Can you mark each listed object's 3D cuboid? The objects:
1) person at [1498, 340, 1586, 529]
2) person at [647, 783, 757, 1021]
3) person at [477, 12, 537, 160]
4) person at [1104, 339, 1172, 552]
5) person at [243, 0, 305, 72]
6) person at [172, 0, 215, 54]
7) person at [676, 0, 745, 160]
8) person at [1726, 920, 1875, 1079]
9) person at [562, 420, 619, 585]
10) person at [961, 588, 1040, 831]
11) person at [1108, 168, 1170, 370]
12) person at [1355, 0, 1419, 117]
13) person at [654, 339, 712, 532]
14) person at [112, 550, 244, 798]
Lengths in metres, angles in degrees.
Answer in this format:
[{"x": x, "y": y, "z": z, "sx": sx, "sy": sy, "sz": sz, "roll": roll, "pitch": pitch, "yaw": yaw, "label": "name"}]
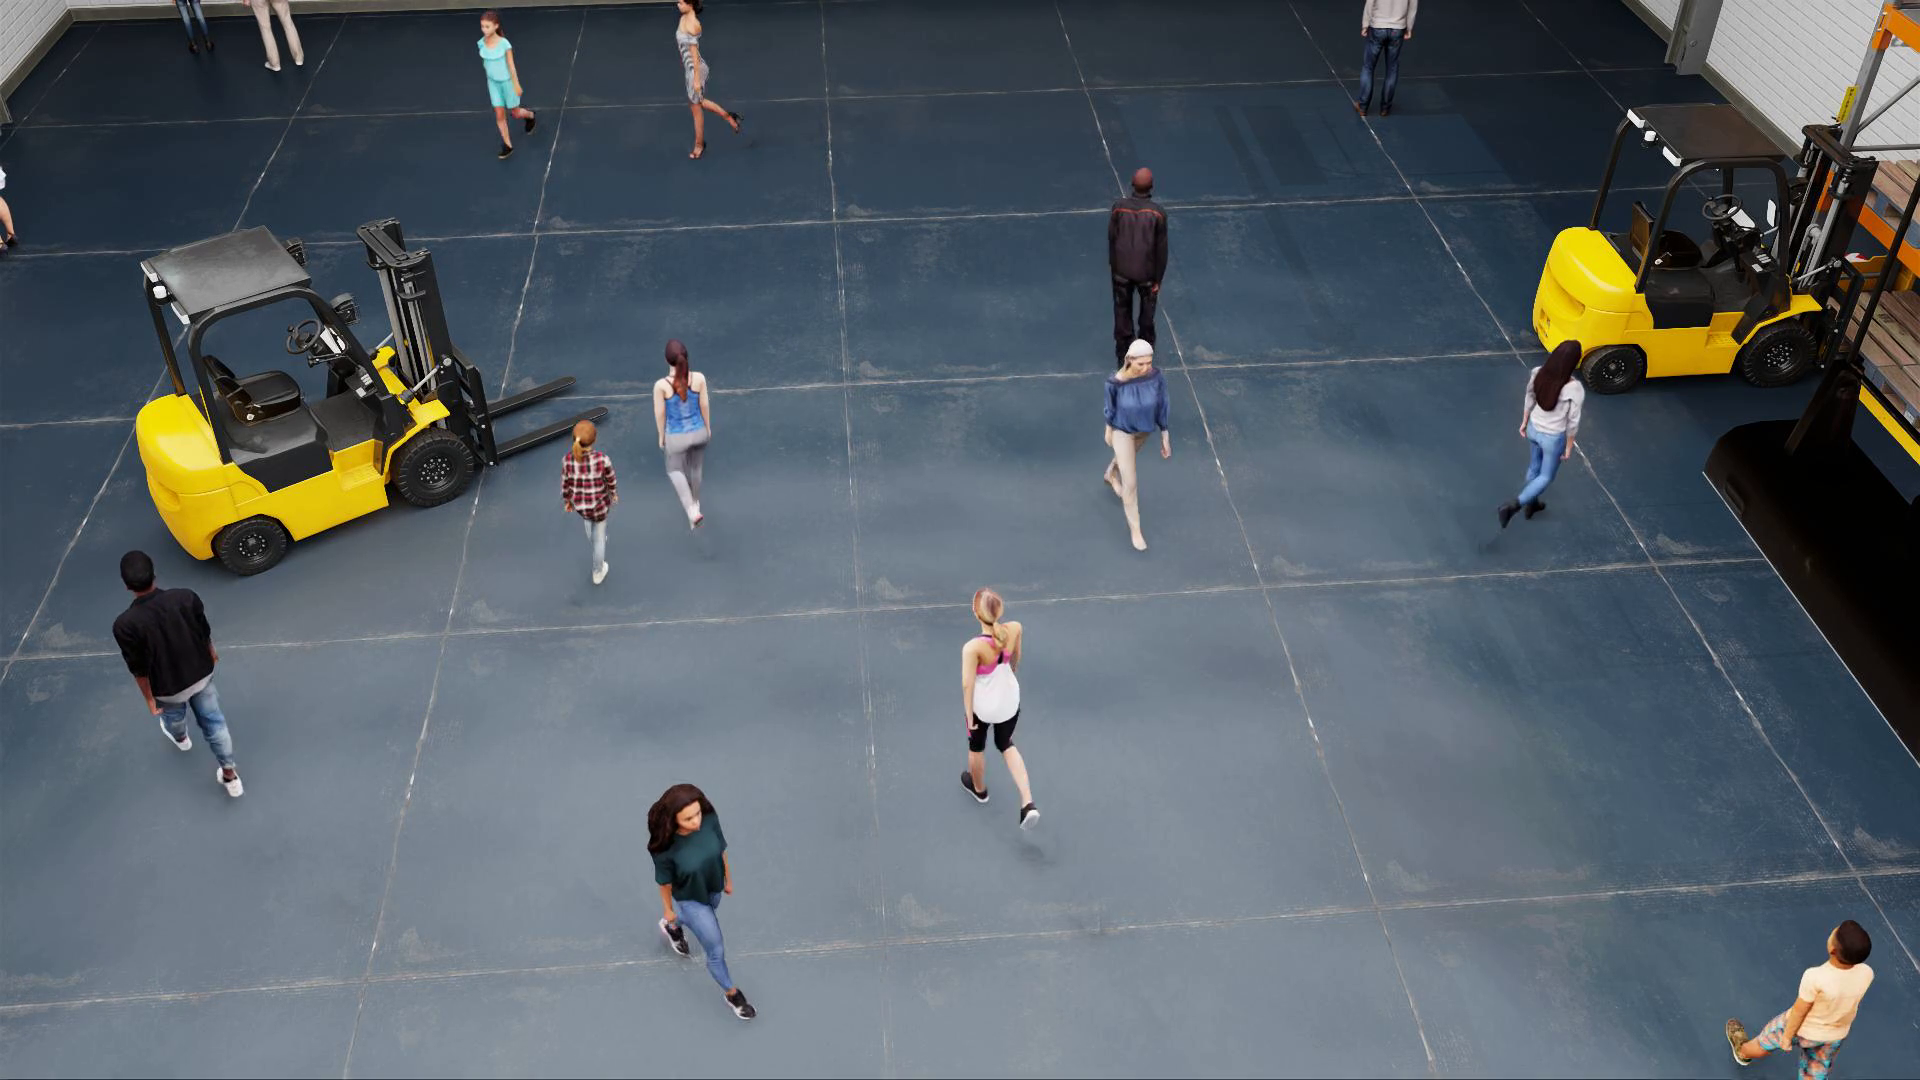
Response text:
[{"x": 4.330, "y": -0.746, "z": 12.398, "sx": 0.947, "sy": 1.615, "sz": 0.955, "roll": -26, "pitch": 45, "yaw": -29, "label": "person"}, {"x": -1.482, "y": 1.889, "z": 9.127, "sx": 1.119, "sy": 1.580, "sz": 1.024, "roll": 30, "pitch": 47, "yaw": 32, "label": "person"}, {"x": -4.811, "y": -4.856, "z": 17.607, "sx": 0.770, "sy": 1.538, "sz": 1.009, "roll": 11, "pitch": 40, "yaw": 14, "label": "person"}, {"x": 1.261, "y": -0.842, "z": 12.488, "sx": 0.796, "sy": 1.653, "sz": 1.223, "roll": -11, "pitch": 40, "yaw": -13, "label": "person"}, {"x": -8.045, "y": -6.375, "z": 19.250, "sx": 0.769, "sy": 1.861, "sz": 0.753, "roll": -22, "pitch": 44, "yaw": -25, "label": "person"}, {"x": -9.224, "y": -6.485, "z": 19.823, "sx": 0.583, "sy": 1.318, "sz": 0.603, "roll": -19, "pitch": 42, "yaw": -22, "label": "person"}, {"x": -2.679, "y": -4.878, "z": 17.417, "sx": 0.820, "sy": 1.809, "sz": 0.891, "roll": -15, "pitch": 41, "yaw": -17, "label": "person"}, {"x": 4.371, "y": 2.541, "z": 8.433, "sx": 0.574, "sy": 1.428, "sz": 0.967, "roll": 0, "pitch": 39, "yaw": 0, "label": "person"}, {"x": -2.688, "y": -0.240, "z": 12.041, "sx": 0.608, "sy": 1.271, "sz": 0.785, "roll": 3, "pitch": 39, "yaw": 3, "label": "person"}, {"x": 0.249, "y": 1.048, "z": 10.028, "sx": 0.878, "sy": 1.769, "sz": 1.075, "roll": -22, "pitch": 43, "yaw": -25, "label": "person"}, {"x": 1.474, "y": -2.267, "z": 14.148, "sx": 0.868, "sy": 1.809, "sz": 0.988, "roll": 8, "pitch": 39, "yaw": 10, "label": "person"}, {"x": 4.679, "y": -5.596, "z": 18.241, "sx": 0.745, "sy": 1.903, "sz": 0.660, "roll": 1, "pitch": 39, "yaw": 2, "label": "person"}, {"x": -2.038, "y": -0.751, "z": 12.421, "sx": 0.724, "sy": 1.595, "sz": 0.928, "roll": -15, "pitch": 41, "yaw": -18, "label": "person"}, {"x": -4.764, "y": 0.877, "z": 10.241, "sx": 1.115, "sy": 1.771, "sz": 1.234, "roll": -31, "pitch": 48, "yaw": -33, "label": "person"}]
